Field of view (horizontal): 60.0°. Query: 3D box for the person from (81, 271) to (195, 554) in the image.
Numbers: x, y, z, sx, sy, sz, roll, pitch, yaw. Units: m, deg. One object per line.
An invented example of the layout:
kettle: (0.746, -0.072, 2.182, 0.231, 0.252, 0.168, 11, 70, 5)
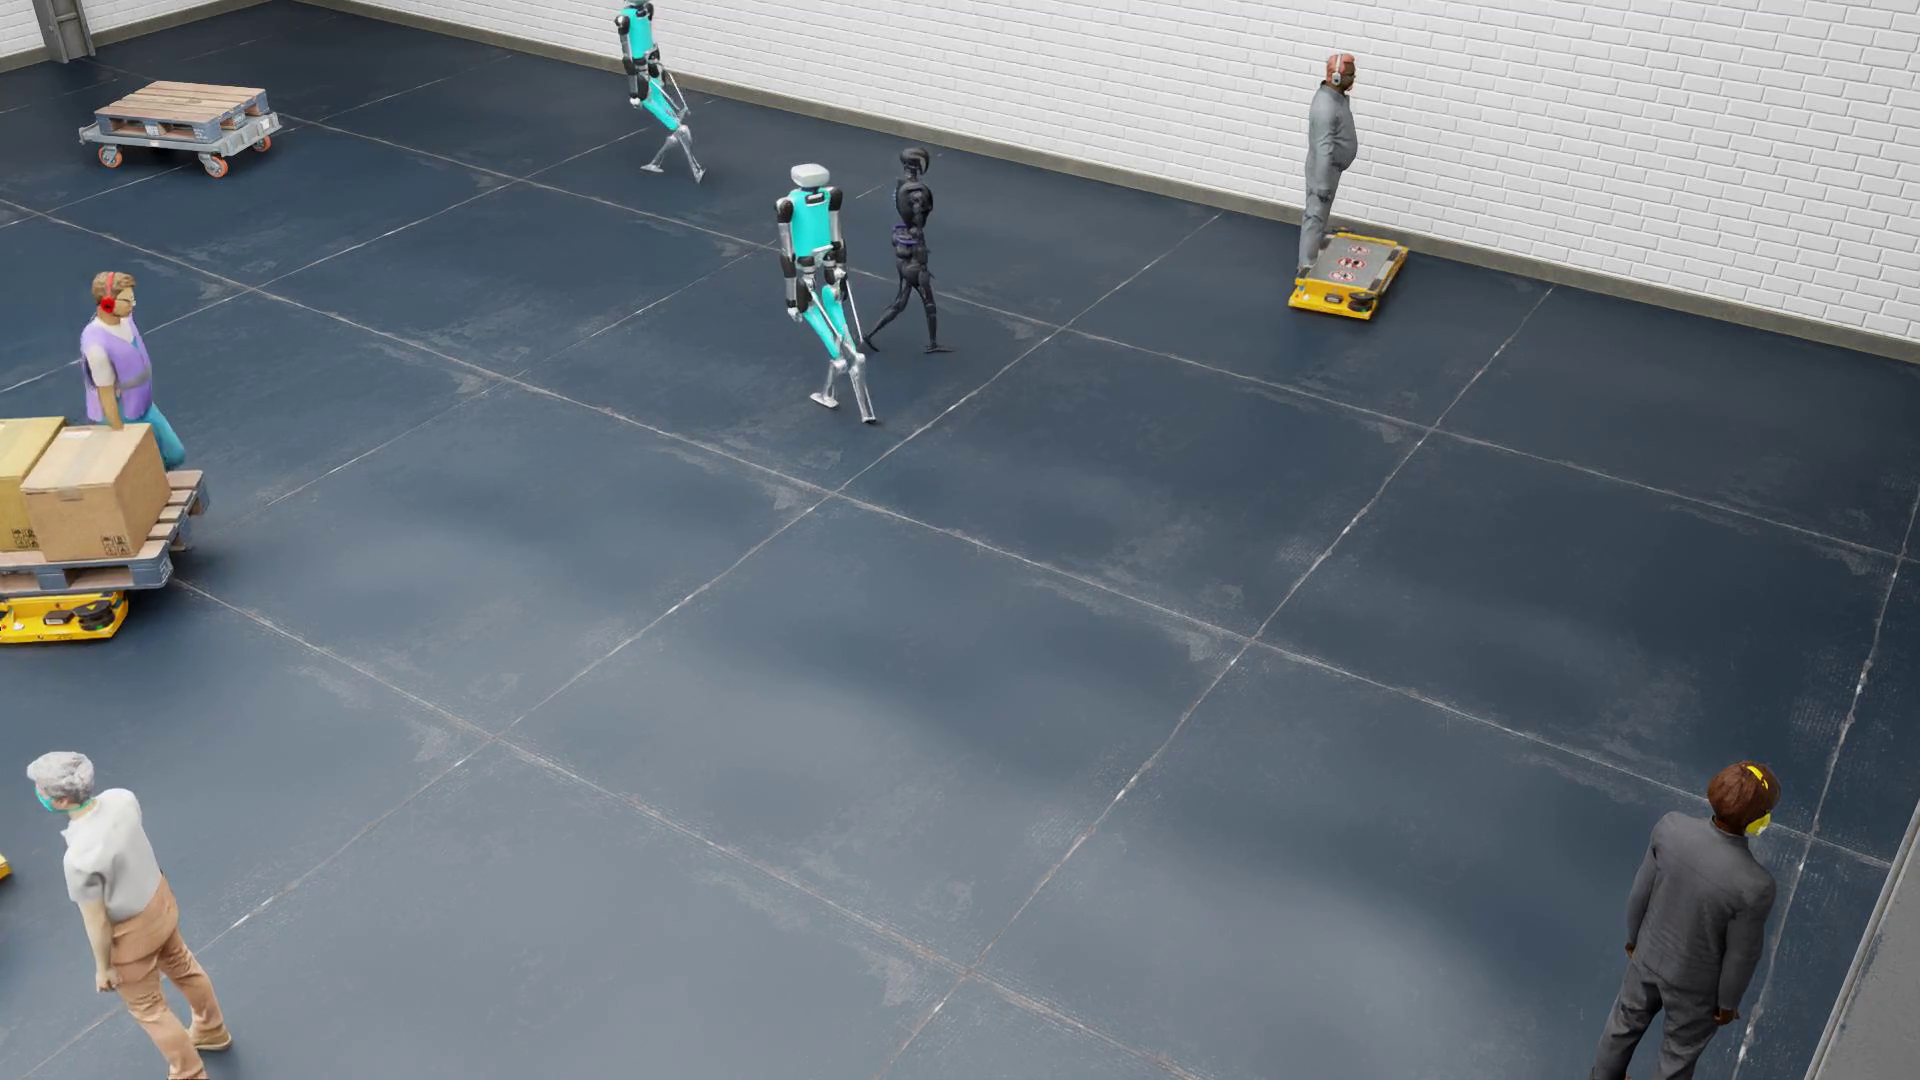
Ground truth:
person: (-4.997, -0.749, 9.985, 0.506, 1.816, 0.660, -5, 33, -7)

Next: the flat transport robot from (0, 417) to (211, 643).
flat transport robot: (-5.246, 0.133, 10.049, 0.659, 0.231, 1.431, -3, 33, -5)

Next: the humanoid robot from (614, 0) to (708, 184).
humanoid robot: (-2.668, -4.173, 15.434, 0.896, 1.812, 0.546, 12, 35, 18)

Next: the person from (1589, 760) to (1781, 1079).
person: (2.735, 1.596, 6.289, 0.340, 1.874, 0.497, -19, 37, -27)

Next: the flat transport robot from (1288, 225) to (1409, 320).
flat transport robot: (3.222, -2.210, 13.694, 0.659, 0.231, 1.431, 14, 35, 21)

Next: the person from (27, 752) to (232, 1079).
person: (-3.260, 1.513, 6.547, 0.327, 1.736, 0.467, -2, 33, -3)

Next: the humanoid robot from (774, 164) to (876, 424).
humanoid robot: (-0.852, -1.593, 11.475, 0.562, 1.889, 0.809, -26, 41, -34)

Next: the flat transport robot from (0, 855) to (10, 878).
flat transport robot: (-5.242, 1.694, 7.620, 0.659, 0.231, 1.431, 26, 41, 34)

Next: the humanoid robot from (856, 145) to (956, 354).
humanoid robot: (-0.406, -2.116, 12.299, 0.749, 1.649, 0.589, -6, 33, -9)

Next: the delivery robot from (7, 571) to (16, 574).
delivery robot: (-5.487, -0.124, 10.198, 0.499, 0.608, 0.799, 11, 34, 17)

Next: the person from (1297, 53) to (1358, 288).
person: (2.949, -2.942, 13.319, 0.409, 1.910, 0.636, 7, 33, 11)
